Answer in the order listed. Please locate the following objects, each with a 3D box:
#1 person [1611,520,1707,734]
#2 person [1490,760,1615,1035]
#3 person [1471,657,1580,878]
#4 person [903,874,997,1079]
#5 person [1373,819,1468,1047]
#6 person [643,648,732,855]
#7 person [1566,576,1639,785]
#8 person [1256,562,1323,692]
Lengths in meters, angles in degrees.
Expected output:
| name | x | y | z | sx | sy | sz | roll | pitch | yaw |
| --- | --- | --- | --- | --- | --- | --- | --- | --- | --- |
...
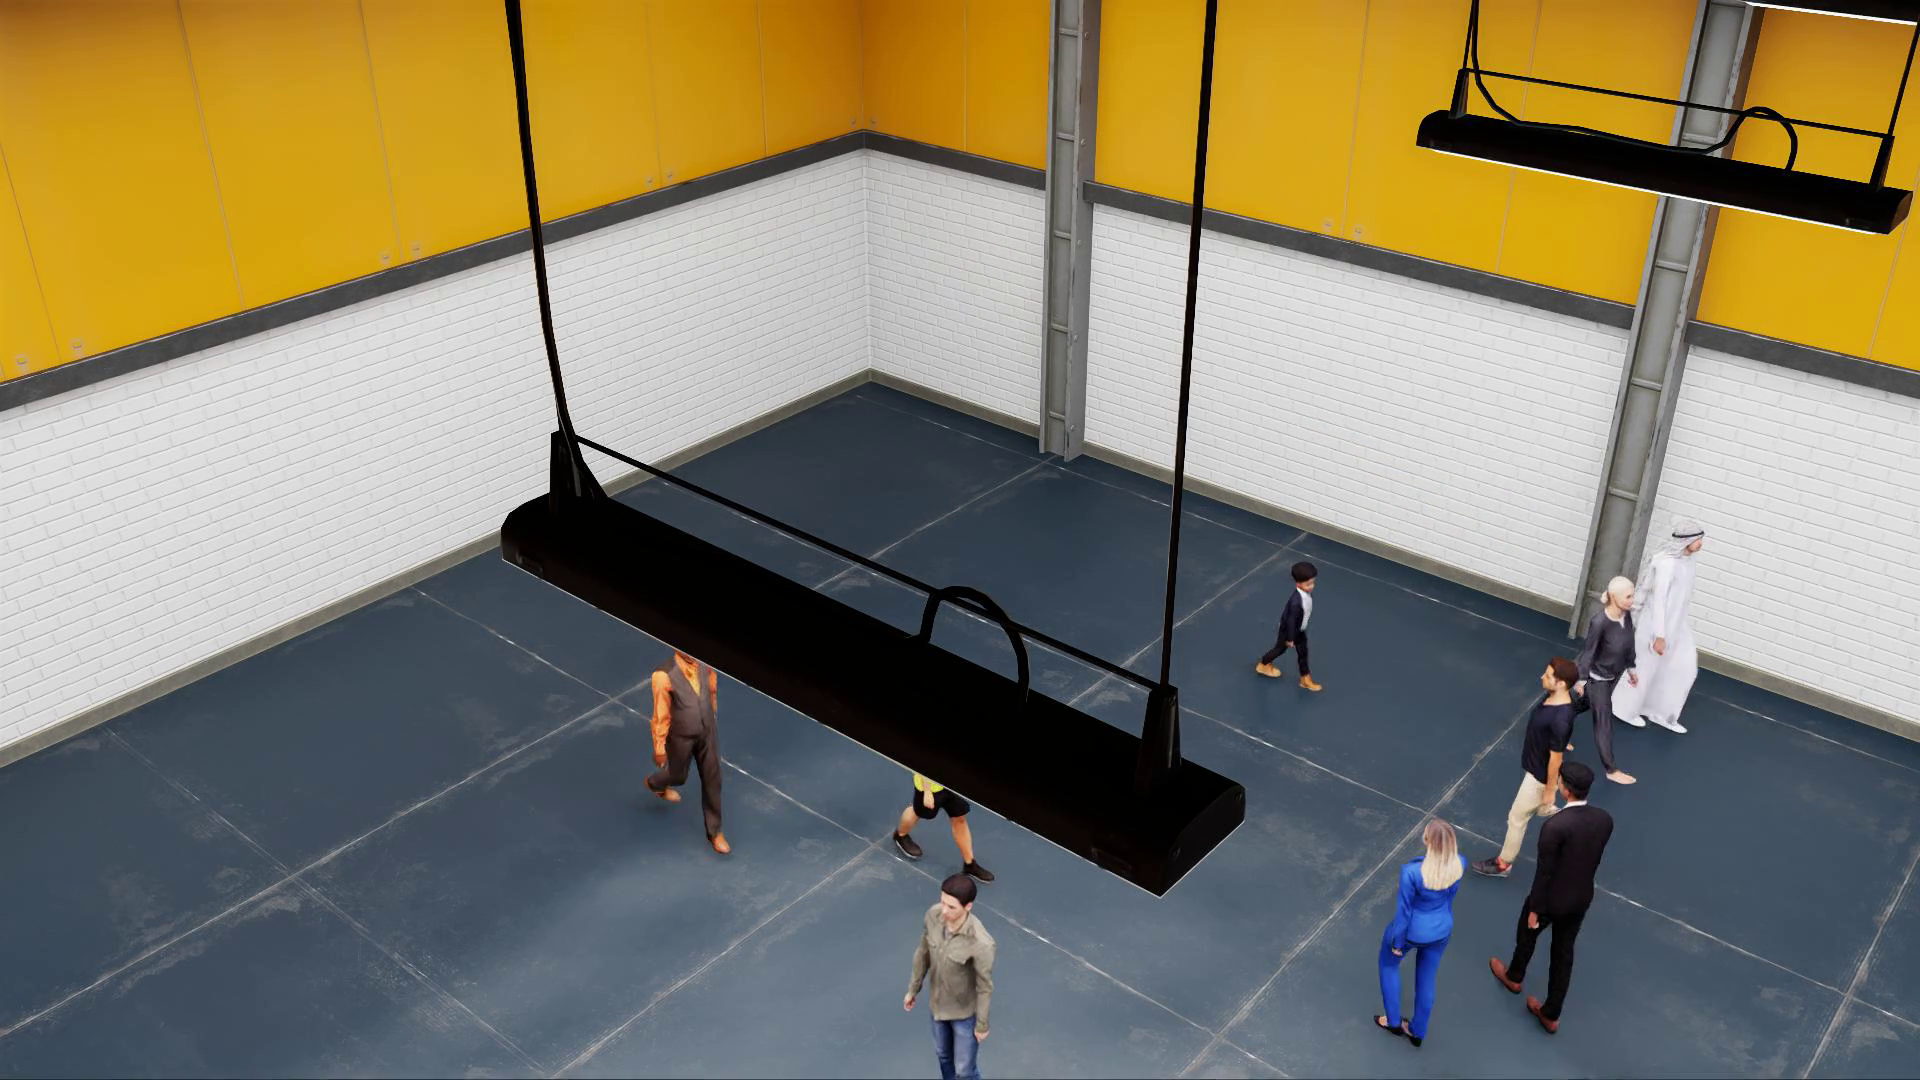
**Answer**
| name | x | y | z | sx | sy | sz | roll | pitch | yaw |
| --- | --- | --- | --- | --- | --- | --- | --- | --- | --- |
| person | 5.559 | 0.647 | 13.371 | 0.787 | 1.906 | 0.897 | -22 | 36 | -34 |
| person | 3.821 | 2.301 | 10.408 | 0.978 | 1.841 | 1.070 | -10 | 30 | -17 |
| person | 4.171 | 1.639 | 11.629 | 1.211 | 1.833 | 0.979 | 7 | 29 | 12 |
| person | 0.005 | 2.677 | 9.695 | 0.812 | 1.863 | 0.627 | -23 | 36 | -35 |
| person | 2.894 | 2.475 | 10.248 | 0.728 | 1.689 | 0.763 | -7 | 29 | -13 |
| person | -2.032 | 1.363 | 12.108 | 0.859 | 1.859 | 1.267 | -24 | 37 | -37 |
| person | 4.922 | 1.004 | 12.949 | 0.741 | 1.684 | 1.114 | -22 | 36 | -35 |
| person | 2.765 | 0.694 | 14.028 | 0.824 | 1.195 | 0.530 | 17 | 33 | 28 |
